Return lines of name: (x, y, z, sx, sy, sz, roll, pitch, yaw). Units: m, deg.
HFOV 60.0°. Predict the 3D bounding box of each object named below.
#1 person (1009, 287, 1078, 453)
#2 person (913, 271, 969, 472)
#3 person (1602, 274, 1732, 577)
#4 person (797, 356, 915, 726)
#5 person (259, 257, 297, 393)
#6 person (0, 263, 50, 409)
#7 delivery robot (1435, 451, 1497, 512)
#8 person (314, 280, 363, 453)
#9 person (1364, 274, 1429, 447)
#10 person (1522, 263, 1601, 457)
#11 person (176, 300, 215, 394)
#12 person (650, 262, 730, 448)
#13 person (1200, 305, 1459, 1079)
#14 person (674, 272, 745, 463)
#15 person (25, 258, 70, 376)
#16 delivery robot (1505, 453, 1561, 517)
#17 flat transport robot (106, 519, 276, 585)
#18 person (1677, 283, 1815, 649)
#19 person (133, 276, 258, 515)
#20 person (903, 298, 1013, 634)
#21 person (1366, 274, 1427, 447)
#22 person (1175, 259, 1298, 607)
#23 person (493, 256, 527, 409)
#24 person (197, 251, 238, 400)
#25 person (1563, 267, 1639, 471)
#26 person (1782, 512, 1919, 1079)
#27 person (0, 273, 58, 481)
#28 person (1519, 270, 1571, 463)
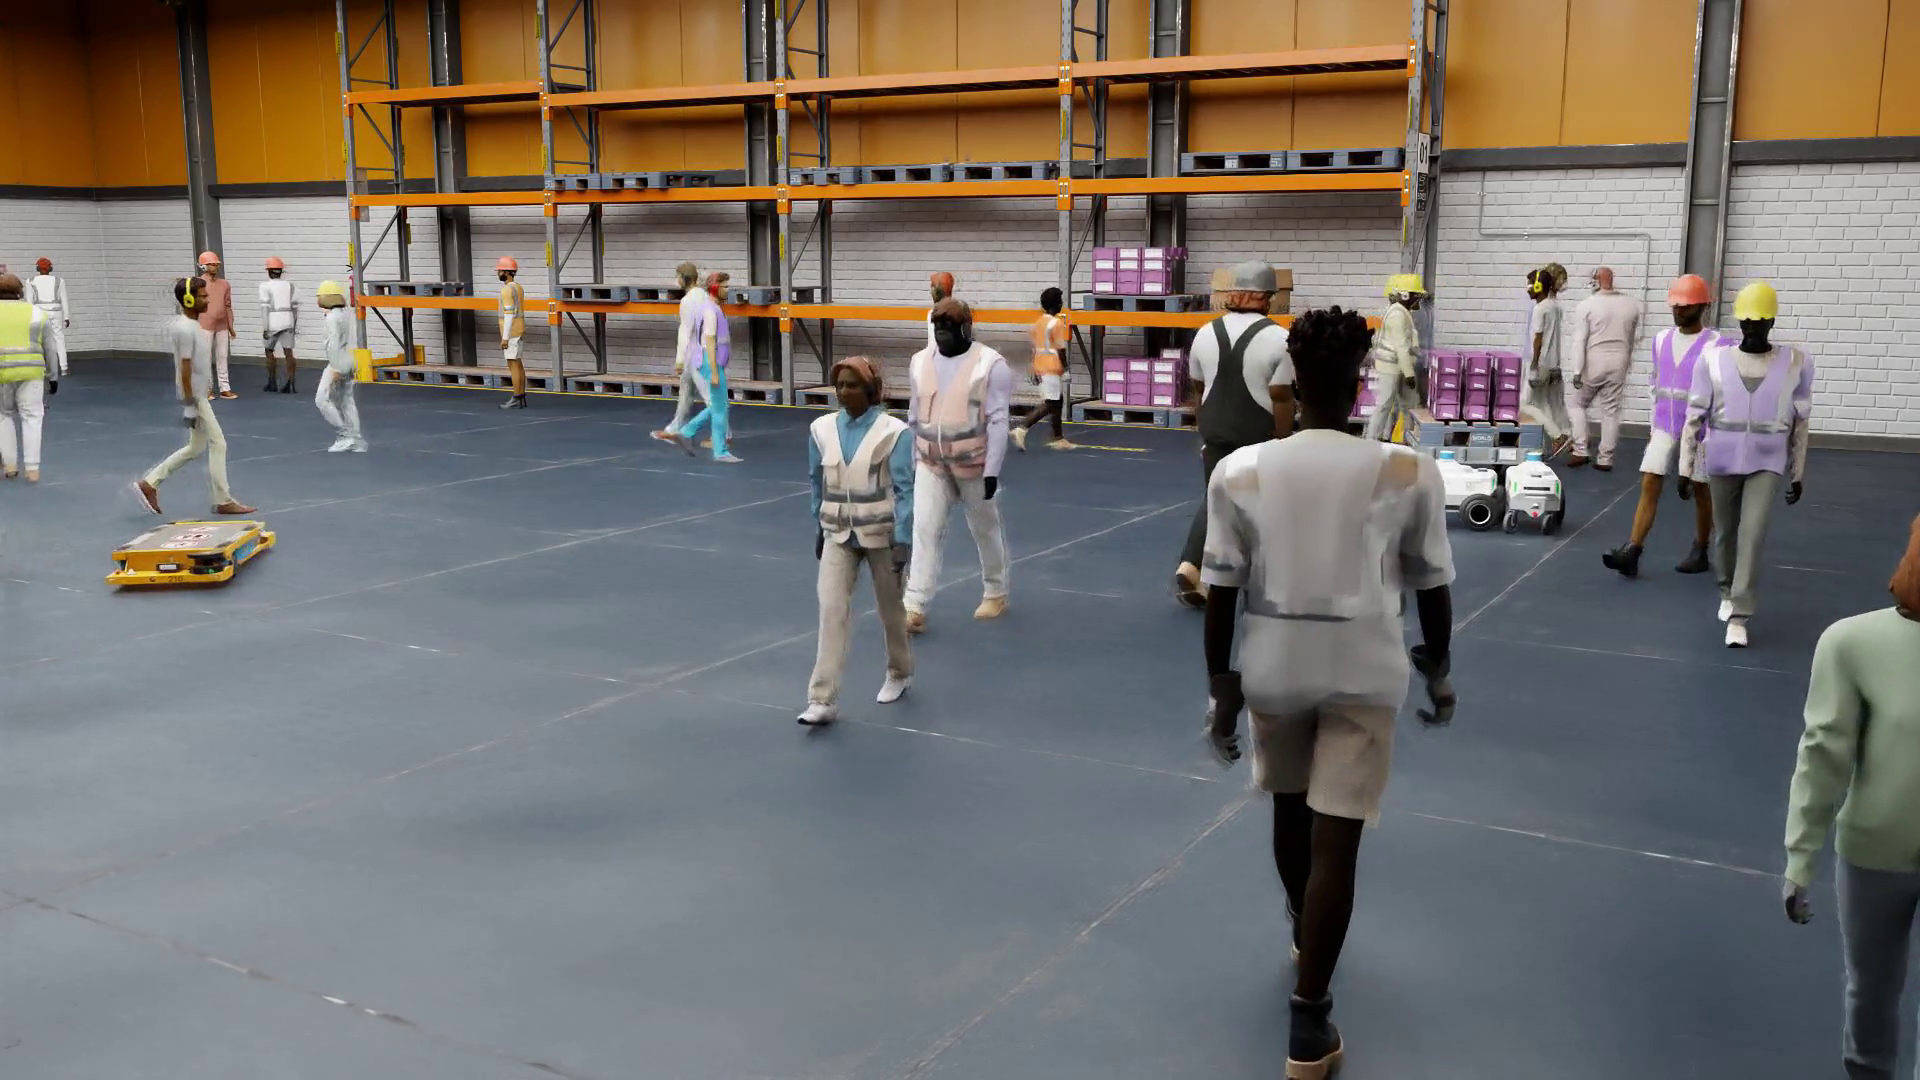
person: (0.838, -1.692, 16.616, 0.757, 1.670, 0.531, -3, 11, -19)
person: (-0.046, -1.485, 14.965, 0.866, 1.859, 0.623, 7, 12, 36)
person: (4.440, -0.686, 10.306, 0.983, 1.884, 0.575, -7, 12, -35)
person: (-0.435, -0.006, 7.281, 0.536, 1.586, 0.856, 4, 11, 21)
person: (-9.662, -3.033, 23.523, 0.766, 1.909, 0.574, 9, 13, 41)
person: (-12.116, -2.551, 20.924, 0.941, 1.869, 0.654, -7, 12, -33)
delivery robot: (3.586, -0.416, 12.289, 0.707, 0.478, 0.477, 2, 10, 13)
person: (-6.228, -1.721, 16.629, 0.462, 1.725, 0.506, -1, 10, -6)
person: (4.362, -1.769, 16.743, 0.820, 1.781, 0.627, 9, 13, 41)
person: (5.806, -1.733, 16.216, 0.927, 1.893, 0.646, 4, 11, 24)
person: (-10.677, -2.845, 23.283, 0.503, 1.622, 0.281, -7, 12, -33)
person: (-2.813, -1.883, 17.071, 0.959, 1.893, 0.646, 1, 10, 3)
person: (0.969, 0.349, 4.383, 0.625, 1.911, 1.027, 5, 11, 24)
person: (-2.395, -1.627, 15.822, 0.576, 1.828, 0.578, -1, 10, -3)
person: (-14.603, -3.570, 26.653, 0.582, 1.882, 0.338, -5, 11, -27)
delivery robot: (4.194, -0.396, 12.179, 0.477, 0.478, 0.707, 3, 10, 14)
flat transport robot: (-4.903, 0.059, 10.672, 0.652, 0.197, 1.431, -2, 10, -9)
person: (4.179, -0.423, 8.875, 0.608, 1.881, 1.000, 5, 11, 28)
person: (-5.903, -1.086, 12.710, 0.806, 1.849, 0.519, -4, 11, -21)
person: (-0.020, -0.402, 8.990, 0.630, 1.798, 0.939, 5, 11, 25)
person: (4.302, -1.649, 16.031, 0.817, 1.795, 0.655, 4, 11, 19)
person: (1.603, -0.626, 9.537, 0.687, 2.000, 0.918, 8, 13, 39)
person: (-5.736, -2.640, 21.222, 0.352, 1.942, 0.545, 0, 10, 0)
person: (-10.093, -2.887, 22.463, 0.373, 1.996, 0.621, 7, 12, 35)
person: (5.922, -1.578, 15.409, 0.671, 1.877, 0.574, -1, 10, -6)
person: (2.013, 0.670, 3.482, 0.510, 1.590, 0.872, 5, 11, 27)
person: (-8.384, -1.446, 14.790, 0.664, 1.819, 0.681, -6, 12, -31)
person: (5.540, -1.632, 15.774, 0.464, 1.846, 0.548, 7, 12, 34)
